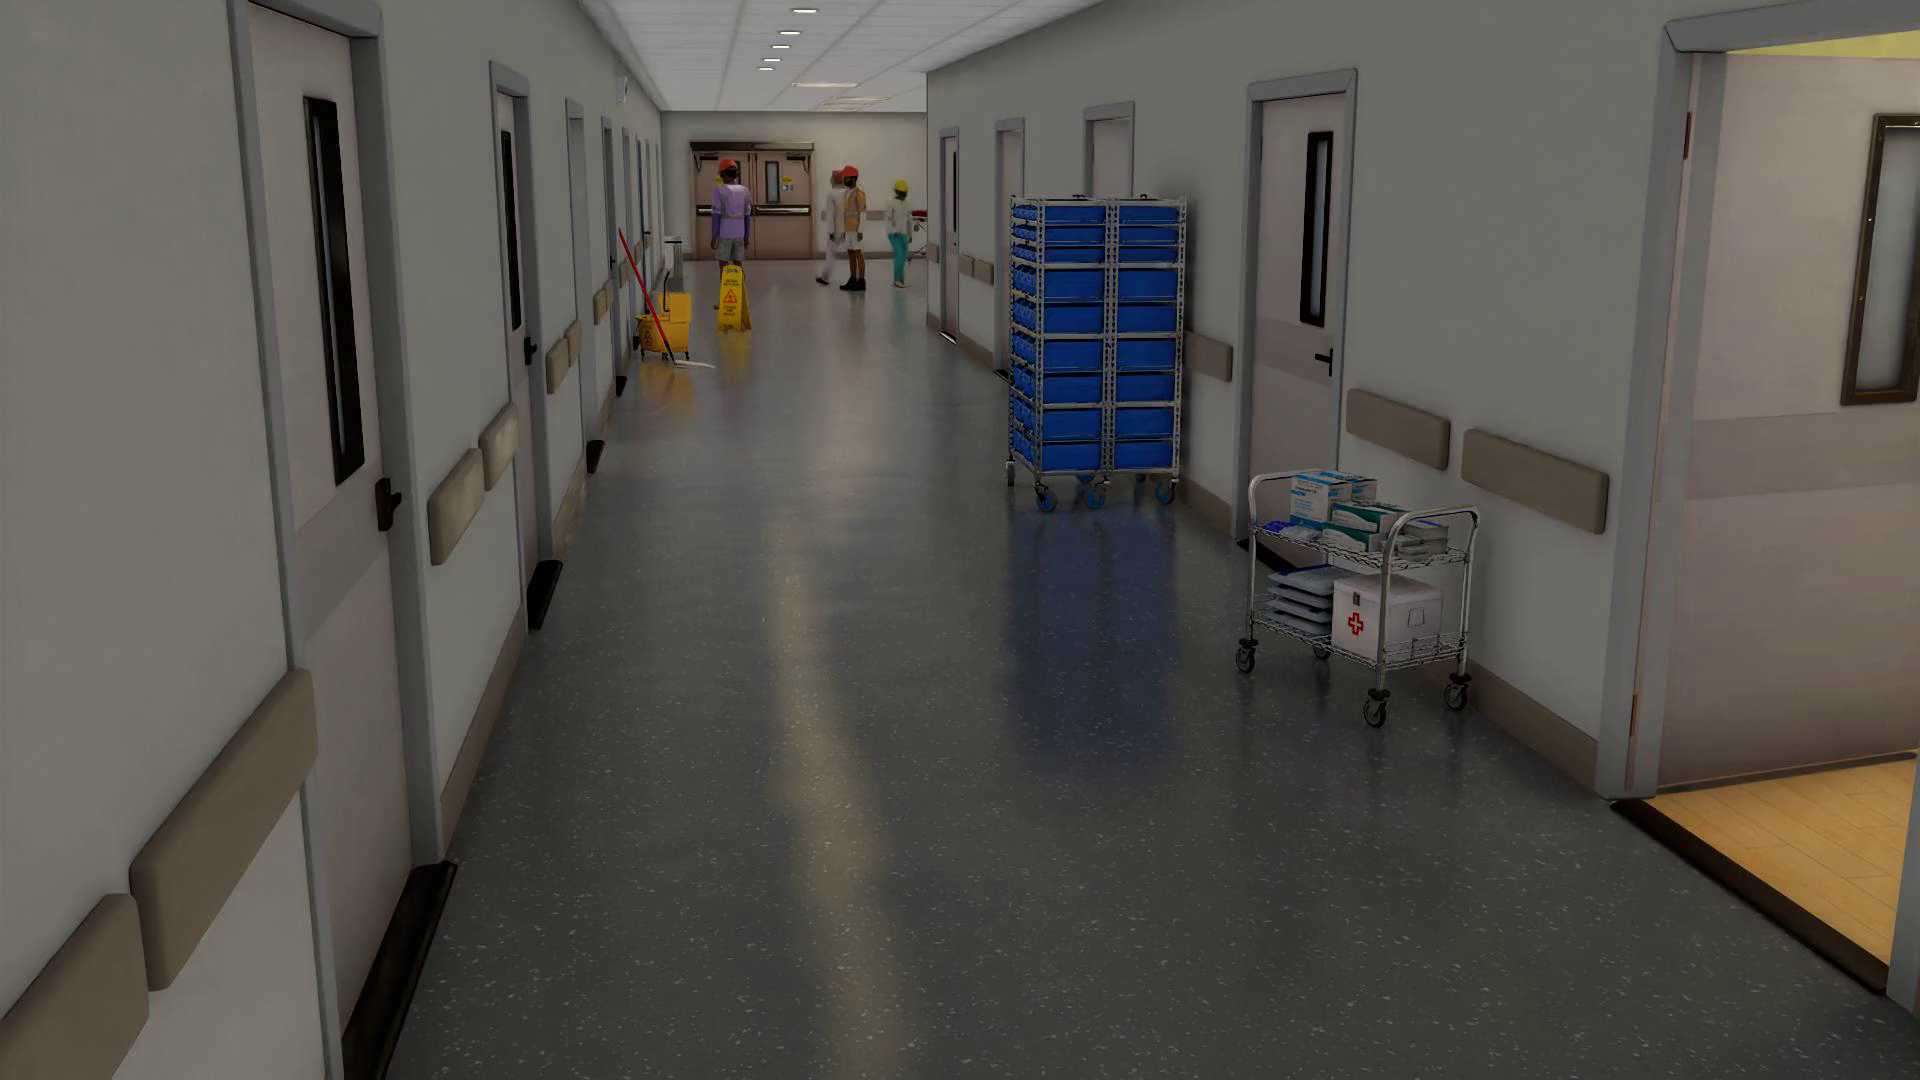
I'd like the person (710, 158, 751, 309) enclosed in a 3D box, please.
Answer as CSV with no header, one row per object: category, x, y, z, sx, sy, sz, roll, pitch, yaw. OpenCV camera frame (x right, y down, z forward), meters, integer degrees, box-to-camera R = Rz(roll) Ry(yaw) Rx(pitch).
person,-3.129,-4.151,22.610,0.620,2.030,0.404,-12,17,-42

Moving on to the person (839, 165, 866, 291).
person,-1.689,-4.864,25.982,0.372,1.934,0.551,-8,15,-32

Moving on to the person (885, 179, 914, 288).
person,-0.985,-4.892,26.592,0.555,1.715,0.526,-11,17,-40

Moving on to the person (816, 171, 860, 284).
person,-1.959,-5.104,27.248,0.655,1.857,1.018,-11,17,-41
